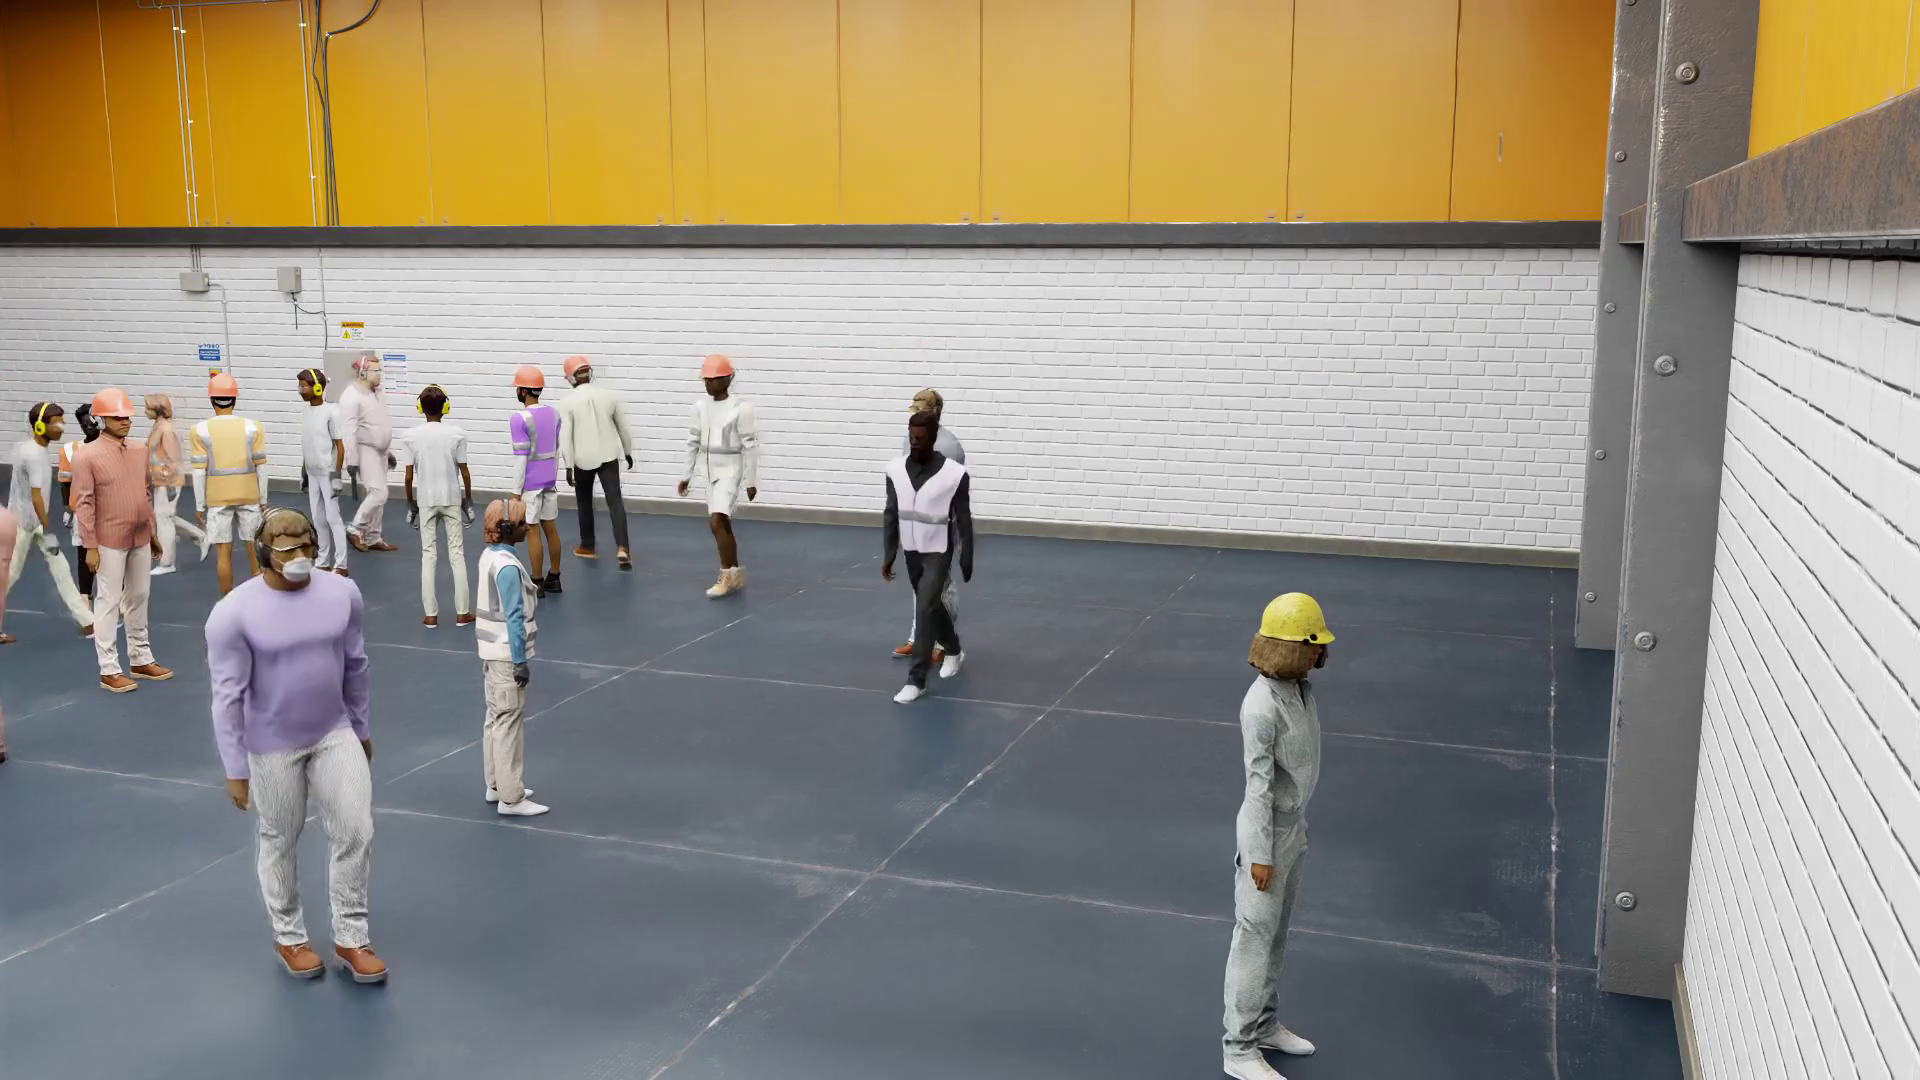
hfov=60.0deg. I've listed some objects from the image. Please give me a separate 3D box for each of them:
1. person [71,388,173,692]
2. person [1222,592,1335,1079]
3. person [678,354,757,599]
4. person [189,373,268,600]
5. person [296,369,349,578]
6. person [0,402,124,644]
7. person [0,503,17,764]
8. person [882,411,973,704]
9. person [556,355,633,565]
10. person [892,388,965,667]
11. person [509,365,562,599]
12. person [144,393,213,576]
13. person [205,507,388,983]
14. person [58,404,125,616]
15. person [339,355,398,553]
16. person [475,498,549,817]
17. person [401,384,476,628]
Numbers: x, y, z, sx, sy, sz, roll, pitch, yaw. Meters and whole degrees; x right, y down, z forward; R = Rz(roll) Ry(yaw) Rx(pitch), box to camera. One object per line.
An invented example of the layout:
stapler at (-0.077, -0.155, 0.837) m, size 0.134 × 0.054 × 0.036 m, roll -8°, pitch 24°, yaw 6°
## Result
person at (-5.539, -0.009, 10.996) m, size 0.384 × 1.993 × 0.622 m, roll 3°, pitch 11°, yaw 17°
person at (1.129, 1.035, 5.829) m, size 0.321 × 1.742 × 0.492 m, roll 5°, pitch 11°, yaw 27°
person at (-2.050, -0.524, 13.817) m, size 0.623 × 2.019 × 0.689 m, roll 8°, pitch 13°, yaw 39°
person at (-5.662, -0.323, 12.924) m, size 0.544 × 1.939 × 0.372 m, roll -6°, pitch 11°, yaw -28°
person at (-5.560, -0.557, 14.461) m, size 0.518 × 1.865 × 0.329 m, roll 7°, pitch 12°, yaw 33°
person at (-6.771, -0.107, 12.164) m, size 1.059 × 1.782 × 0.515 m, roll -3°, pitch 11°, yaw -18°
person at (-5.459, 0.400, 9.075) m, size 0.728 × 1.858 × 0.531 m, roll 2°, pitch 10°, yaw 13°
person at (-0.179, 0.067, 10.949) m, size 0.573 × 1.872 × 1.009 m, roll 6°, pitch 12°, yaw 30°
person at (-3.298, -0.730, 15.267) m, size 0.736 × 1.929 × 1.001 m, roll -6°, pitch 11°, yaw -28°
person at (-0.223, -0.089, 11.627) m, size 0.371 × 1.941 × 0.644 m, roll -8°, pitch 13°, yaw -38°
person at (-3.541, -0.483, 13.818) m, size 0.354 × 1.942 × 0.545 m, roll 4°, pitch 11°, yaw 24°
person at (-7.024, -0.505, 14.845) m, size 0.551 × 1.624 × 0.528 m, roll -7°, pitch 12°, yaw -35°
person at (-2.547, 0.827, 6.496) m, size 0.722 × 1.914 × 0.665 m, roll 10°, pitch 14°, yaw 43°
person at (-6.765, -0.226, 13.057) m, size 0.529 × 1.697 × 0.321 m, roll -5°, pitch 11°, yaw -24°
person at (-5.572, -0.803, 15.779) m, size 0.424 × 1.892 × 0.652 m, roll 1°, pitch 10°, yaw 3°
person at (-2.329, 0.599, 8.575) m, size 0.312 × 1.639 × 0.520 m, roll -5°, pitch 11°, yaw -27°
person at (-3.987, -0.258, 12.754) m, size 0.511 × 1.872 × 0.328 m, roll -2°, pitch 10°, yaw -13°
